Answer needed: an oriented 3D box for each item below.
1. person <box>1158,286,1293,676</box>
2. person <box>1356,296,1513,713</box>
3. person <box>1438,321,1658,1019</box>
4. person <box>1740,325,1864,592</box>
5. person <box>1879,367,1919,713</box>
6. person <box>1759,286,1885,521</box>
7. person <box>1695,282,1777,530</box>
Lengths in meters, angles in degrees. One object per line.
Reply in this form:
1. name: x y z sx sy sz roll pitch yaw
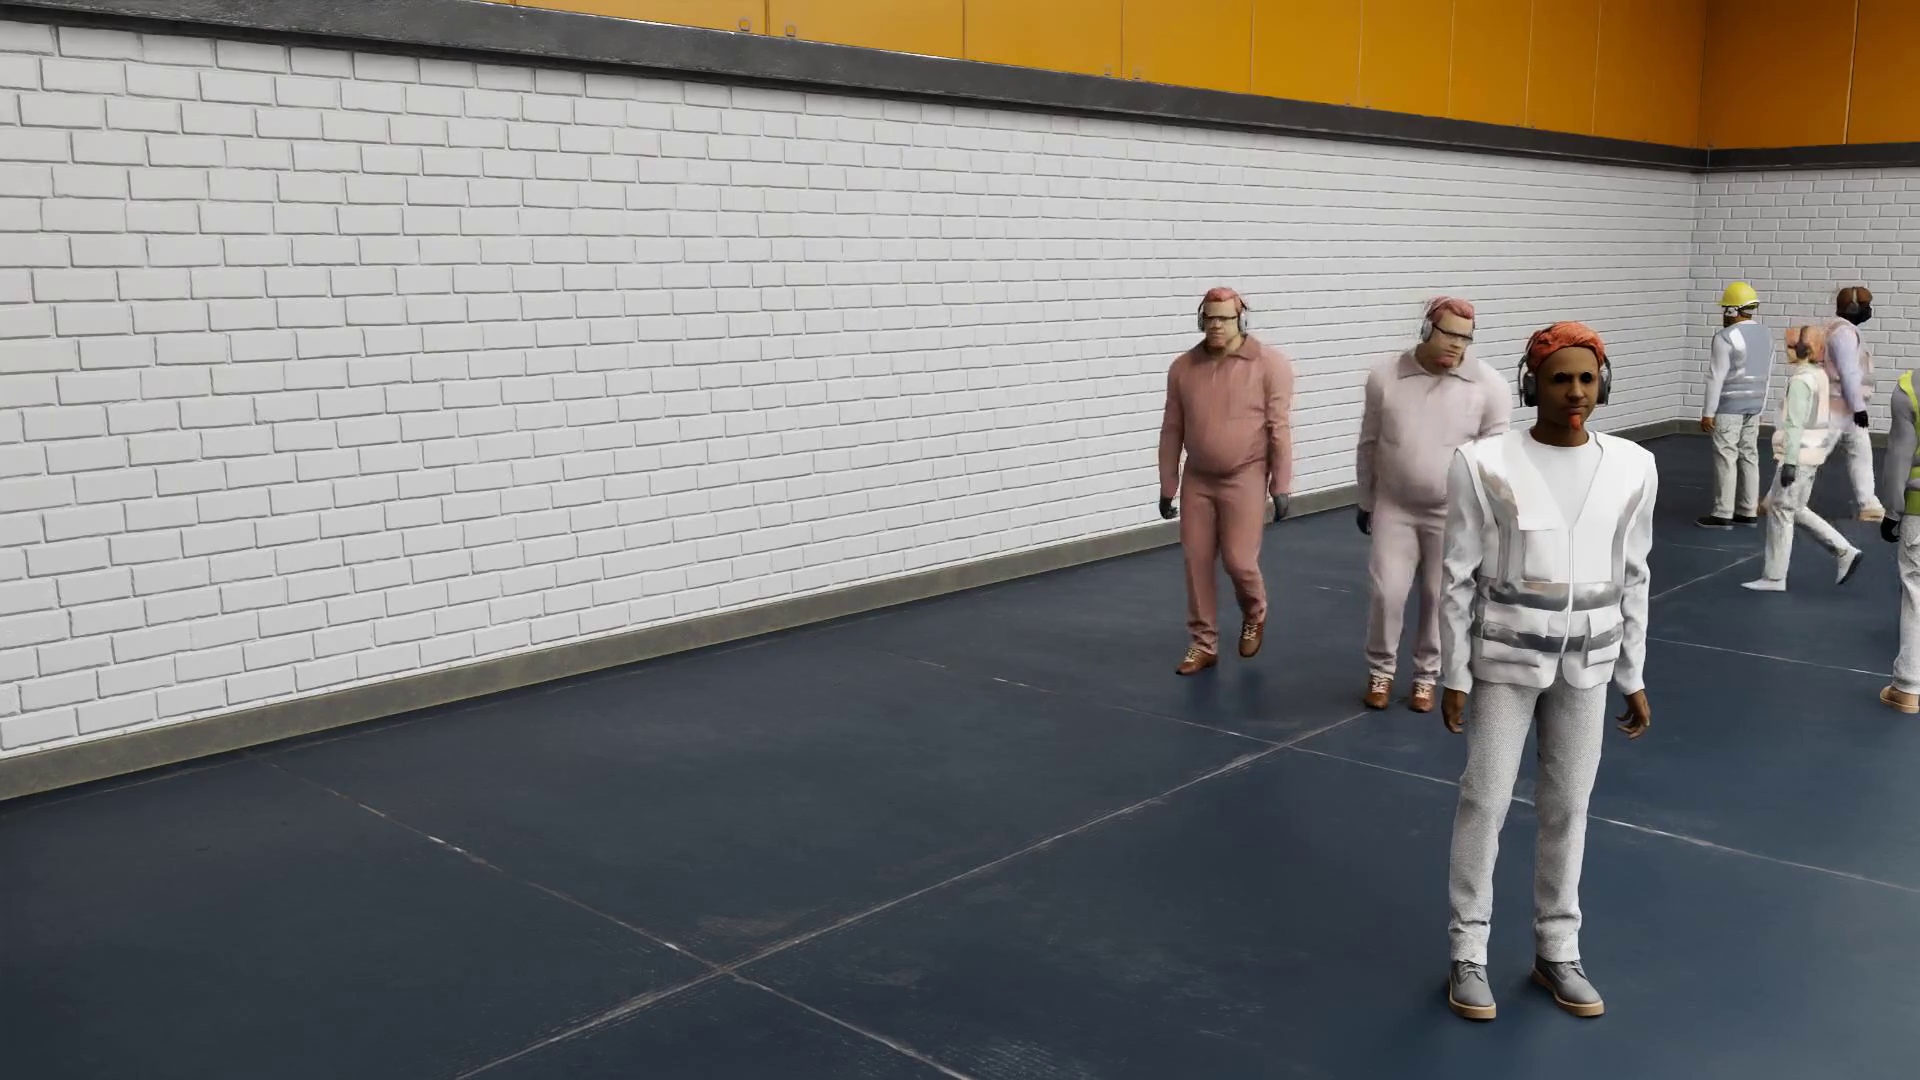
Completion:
1. person: 1.298 -0.286 8.113 0.658 1.892 0.495 7 12 34
2. person: 2.075 -0.136 7.345 0.667 1.866 0.531 4 11 20
3. person: 1.573 0.359 4.487 0.572 1.883 0.356 0 10 -3
4. person: 5.072 -0.467 9.941 0.553 1.625 0.521 8 13 38
5. person: 4.415 -0.129 7.385 0.627 1.844 0.429 3 10 14
6. person: 6.655 -1.028 12.650 0.961 1.800 0.625 6 11 29
7. person: 5.739 -0.989 12.329 0.595 1.825 0.403 -5 11 -26
